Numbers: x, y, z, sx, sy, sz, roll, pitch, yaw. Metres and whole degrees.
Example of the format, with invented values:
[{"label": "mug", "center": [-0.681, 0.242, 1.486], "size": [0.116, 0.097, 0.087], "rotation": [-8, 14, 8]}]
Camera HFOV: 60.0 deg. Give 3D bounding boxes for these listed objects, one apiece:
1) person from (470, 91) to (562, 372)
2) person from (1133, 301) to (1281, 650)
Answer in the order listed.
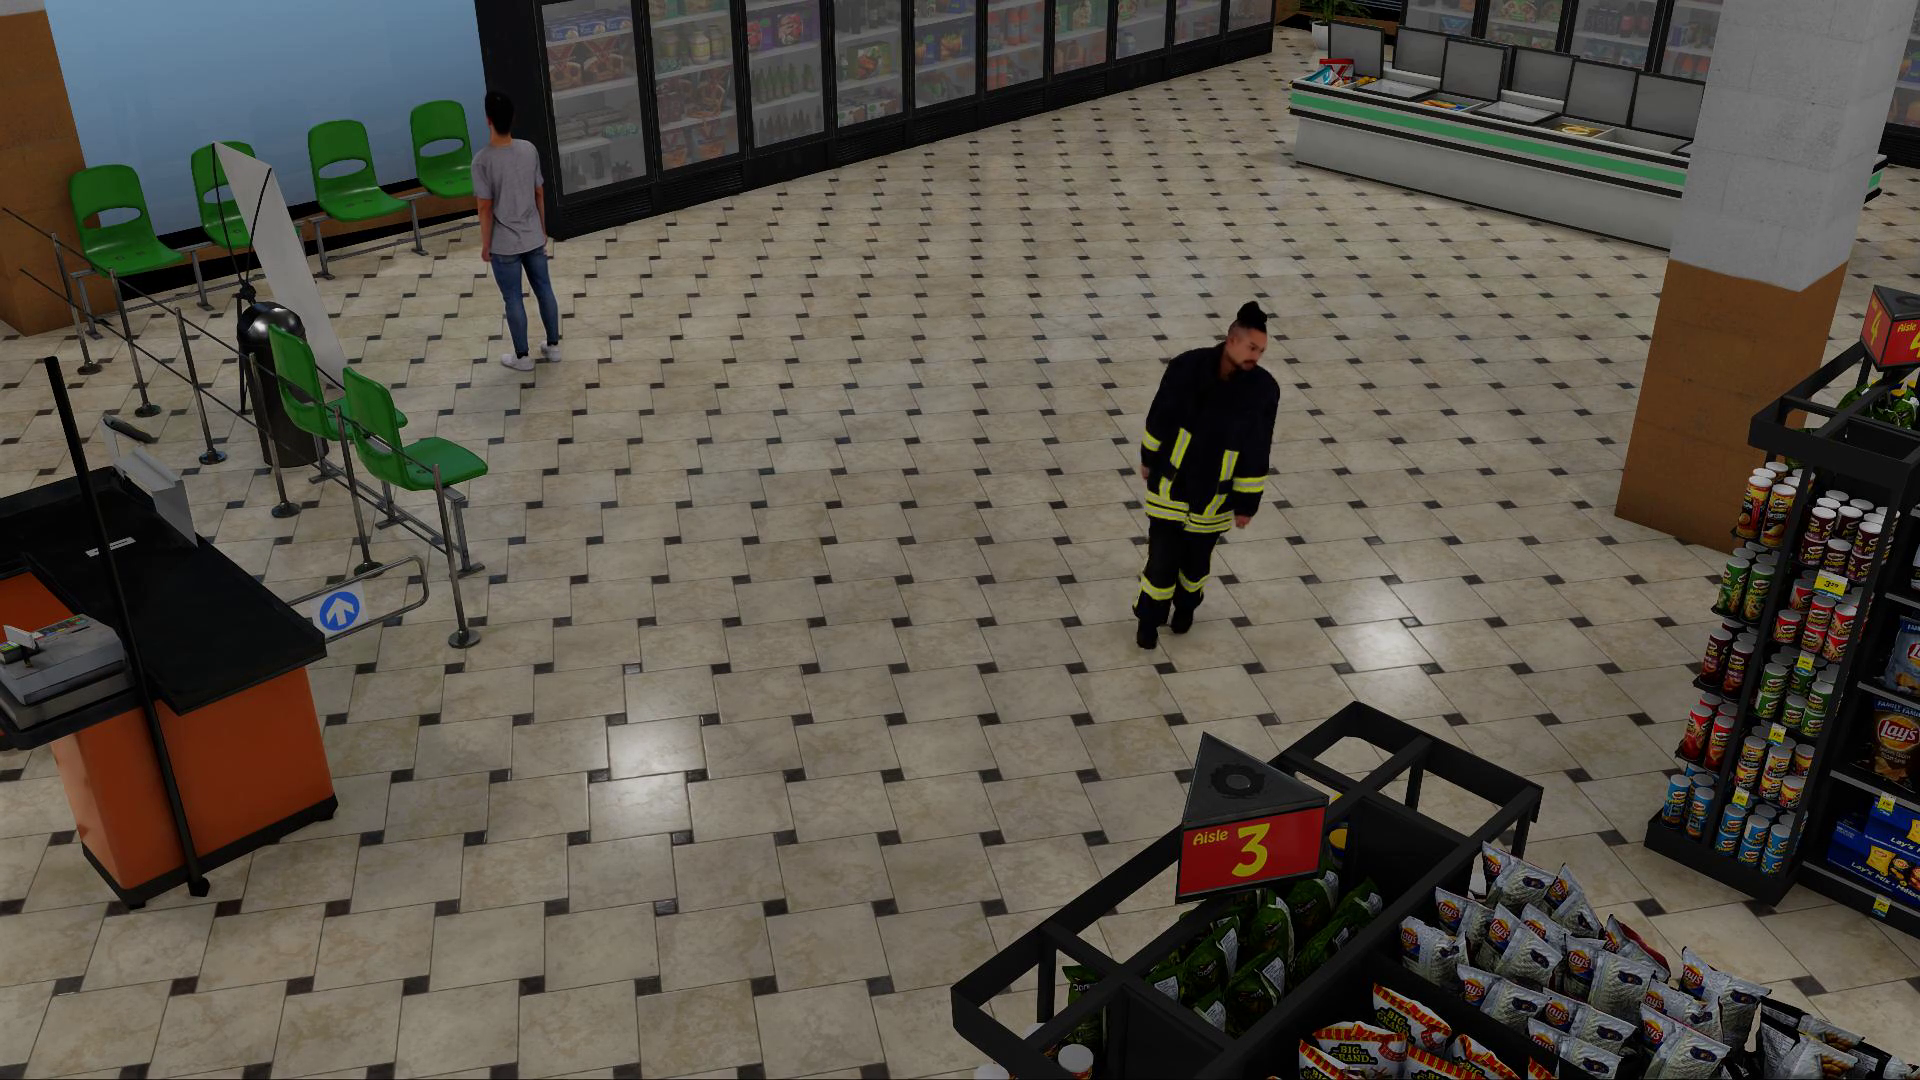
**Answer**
[{"label": "person", "center": [-3.012, -2.082, 11.284], "size": [0.667, 1.890, 0.560], "rotation": [-25, 37, -37]}, {"label": "person", "center": [1.155, -0.345, 8.170], "size": [0.932, 1.823, 1.025], "rotation": [12, 31, 20]}]
